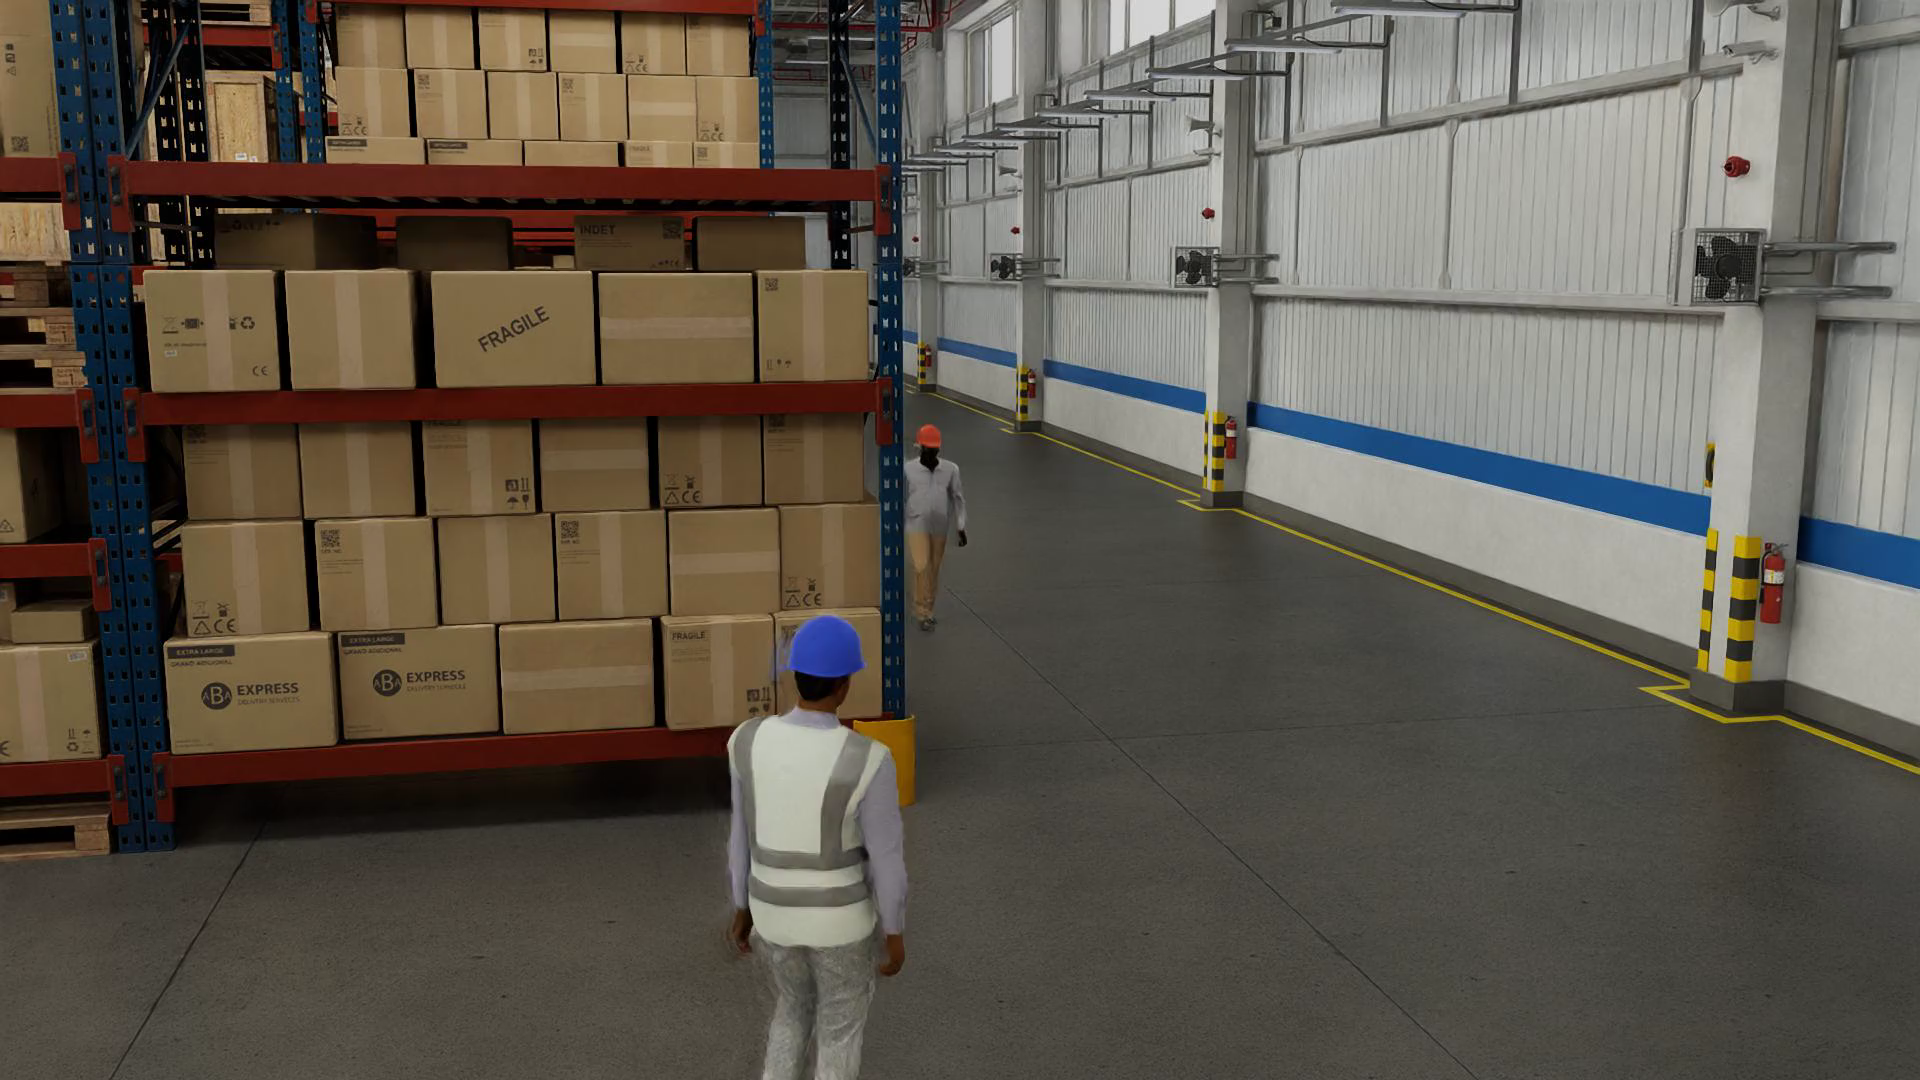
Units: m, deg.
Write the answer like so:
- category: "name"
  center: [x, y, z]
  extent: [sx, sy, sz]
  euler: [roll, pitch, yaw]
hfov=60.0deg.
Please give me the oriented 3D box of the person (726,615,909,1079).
- category: "person"
  center: [-0.451, 1.194, 5.403]
  extent: [0.634, 1.927, 0.436]
  euler: [5, 10, 26]

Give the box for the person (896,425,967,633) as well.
- category: "person"
  center: [-0.221, -0.095, 13.883]
  extent: [0.575, 1.715, 0.808]
  euler: [-3, 10, -19]
